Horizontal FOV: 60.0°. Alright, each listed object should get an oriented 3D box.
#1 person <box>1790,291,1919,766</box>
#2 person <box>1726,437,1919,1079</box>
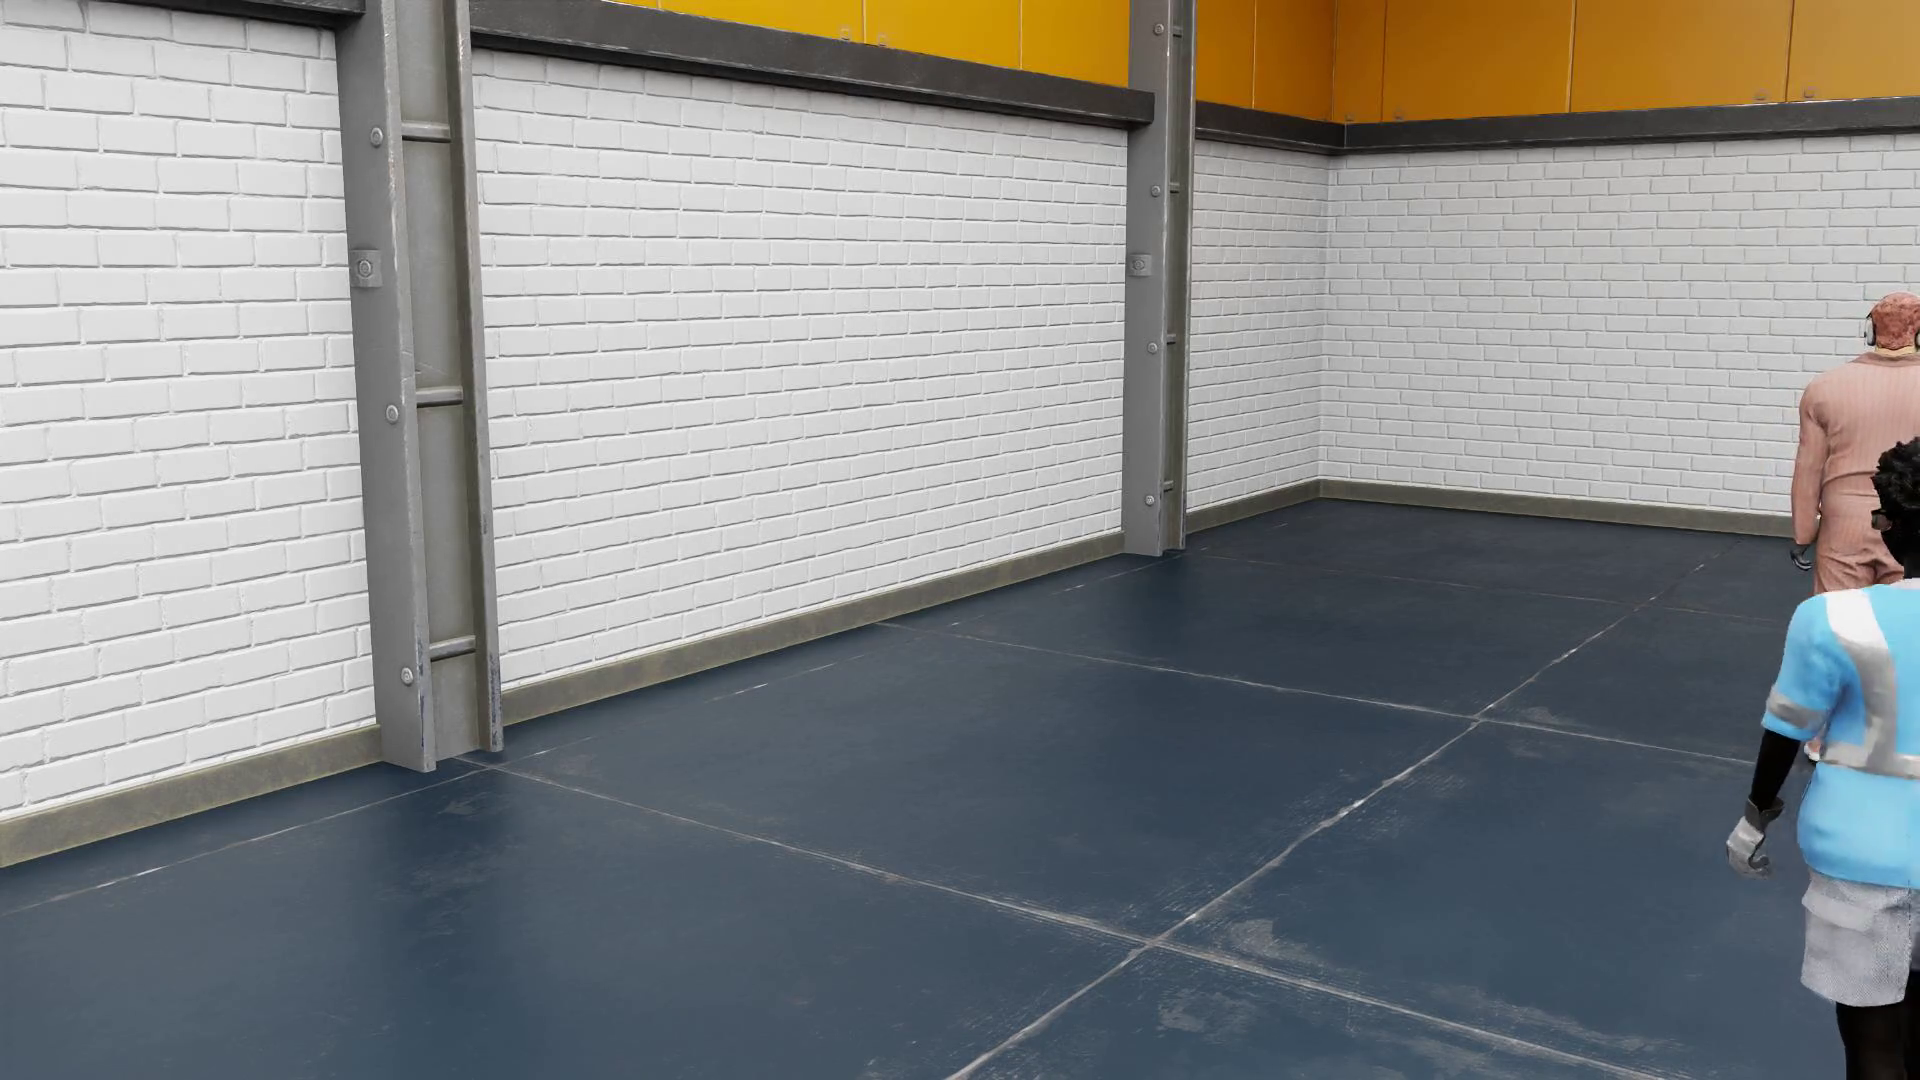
[{"bbox_3d":[3.643,-0.022,6.579,0.652,1.904,0.402,6,11,32],"label":"person"},{"bbox_3d":[1.883,0.619,3.417,0.541,1.674,0.631,0,10,-2],"label":"person"}]
